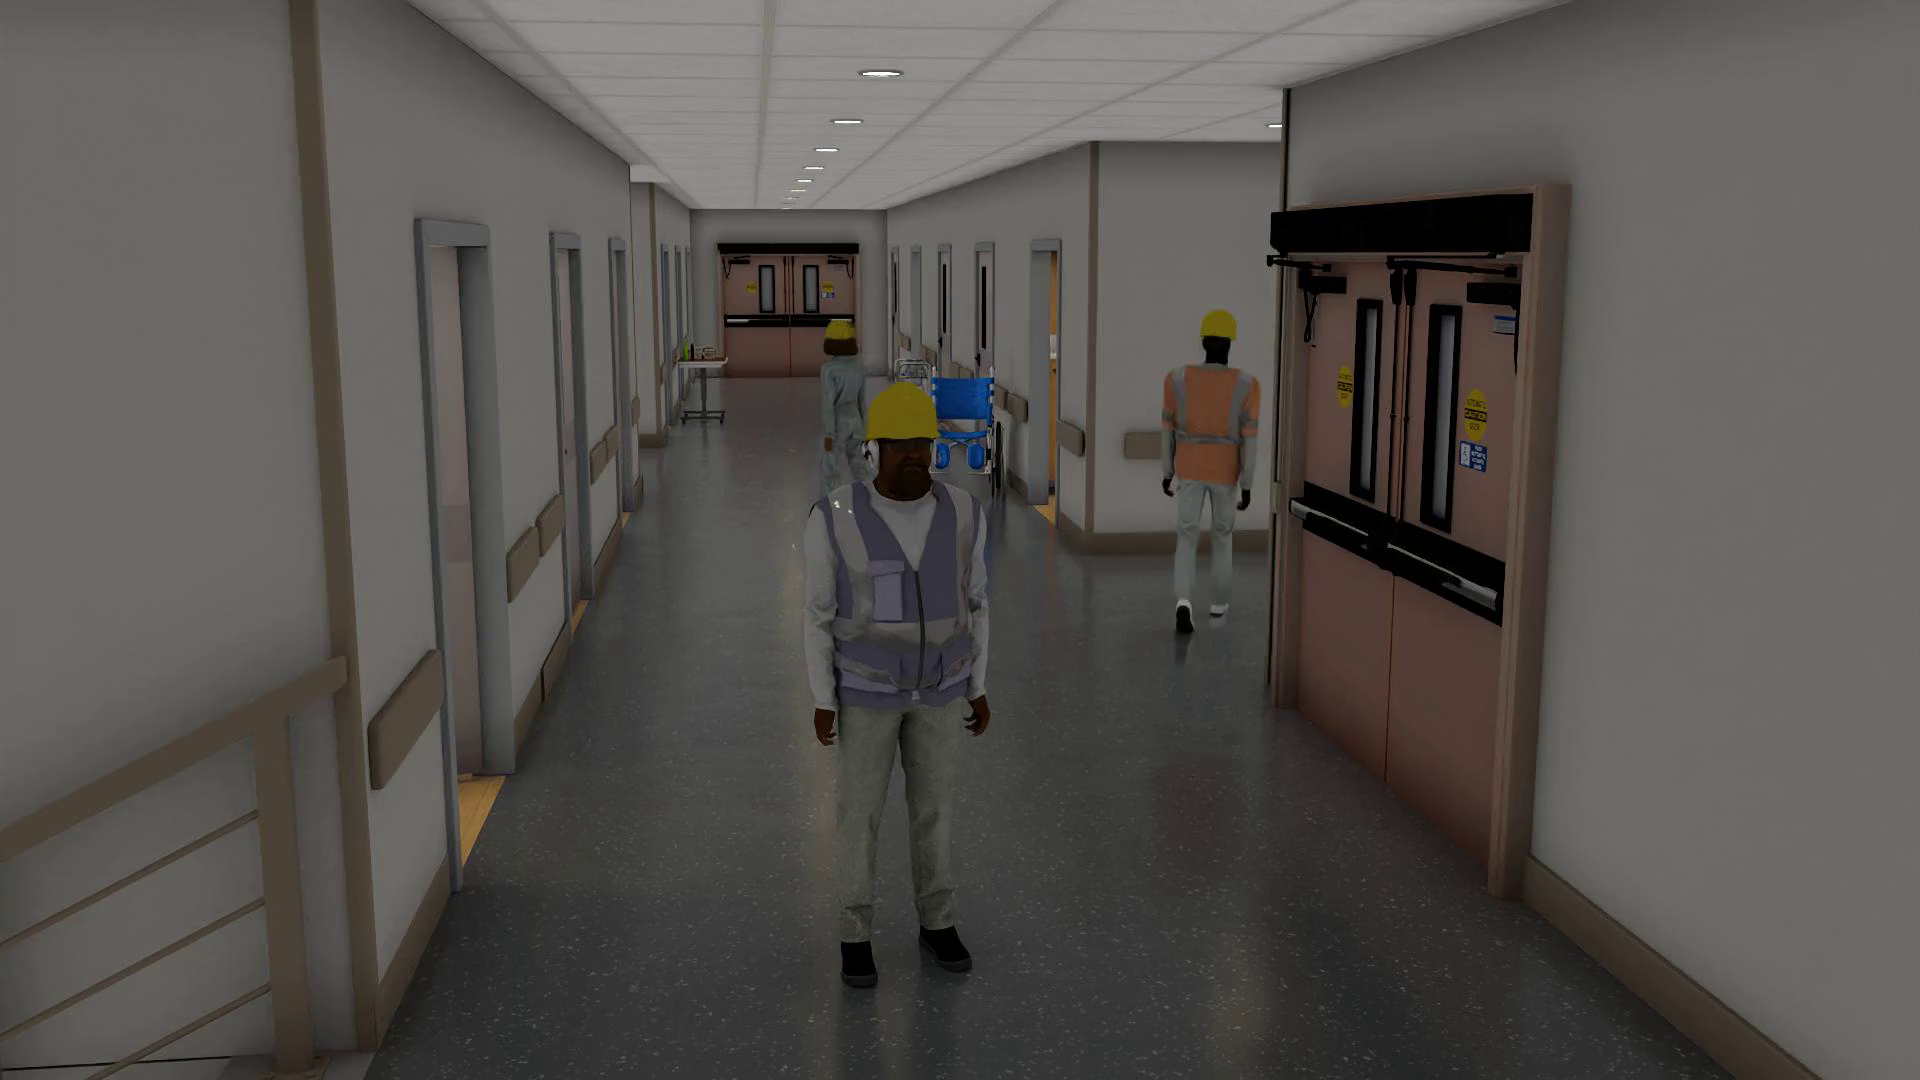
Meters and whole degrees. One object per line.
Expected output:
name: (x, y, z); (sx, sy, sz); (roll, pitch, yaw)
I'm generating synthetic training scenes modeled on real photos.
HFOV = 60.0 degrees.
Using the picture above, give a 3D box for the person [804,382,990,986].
person: (-0.178, 0.436, 5.090); (0.591, 1.837, 0.403); (-4, 10, -20)

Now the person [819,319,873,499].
person: (-0.879, -0.881, 13.116); (0.794, 1.718, 0.485); (9, 13, 42)

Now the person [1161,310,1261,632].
person: (1.474, -0.417, 9.888); (0.588, 1.898, 0.904); (2, 10, 12)
